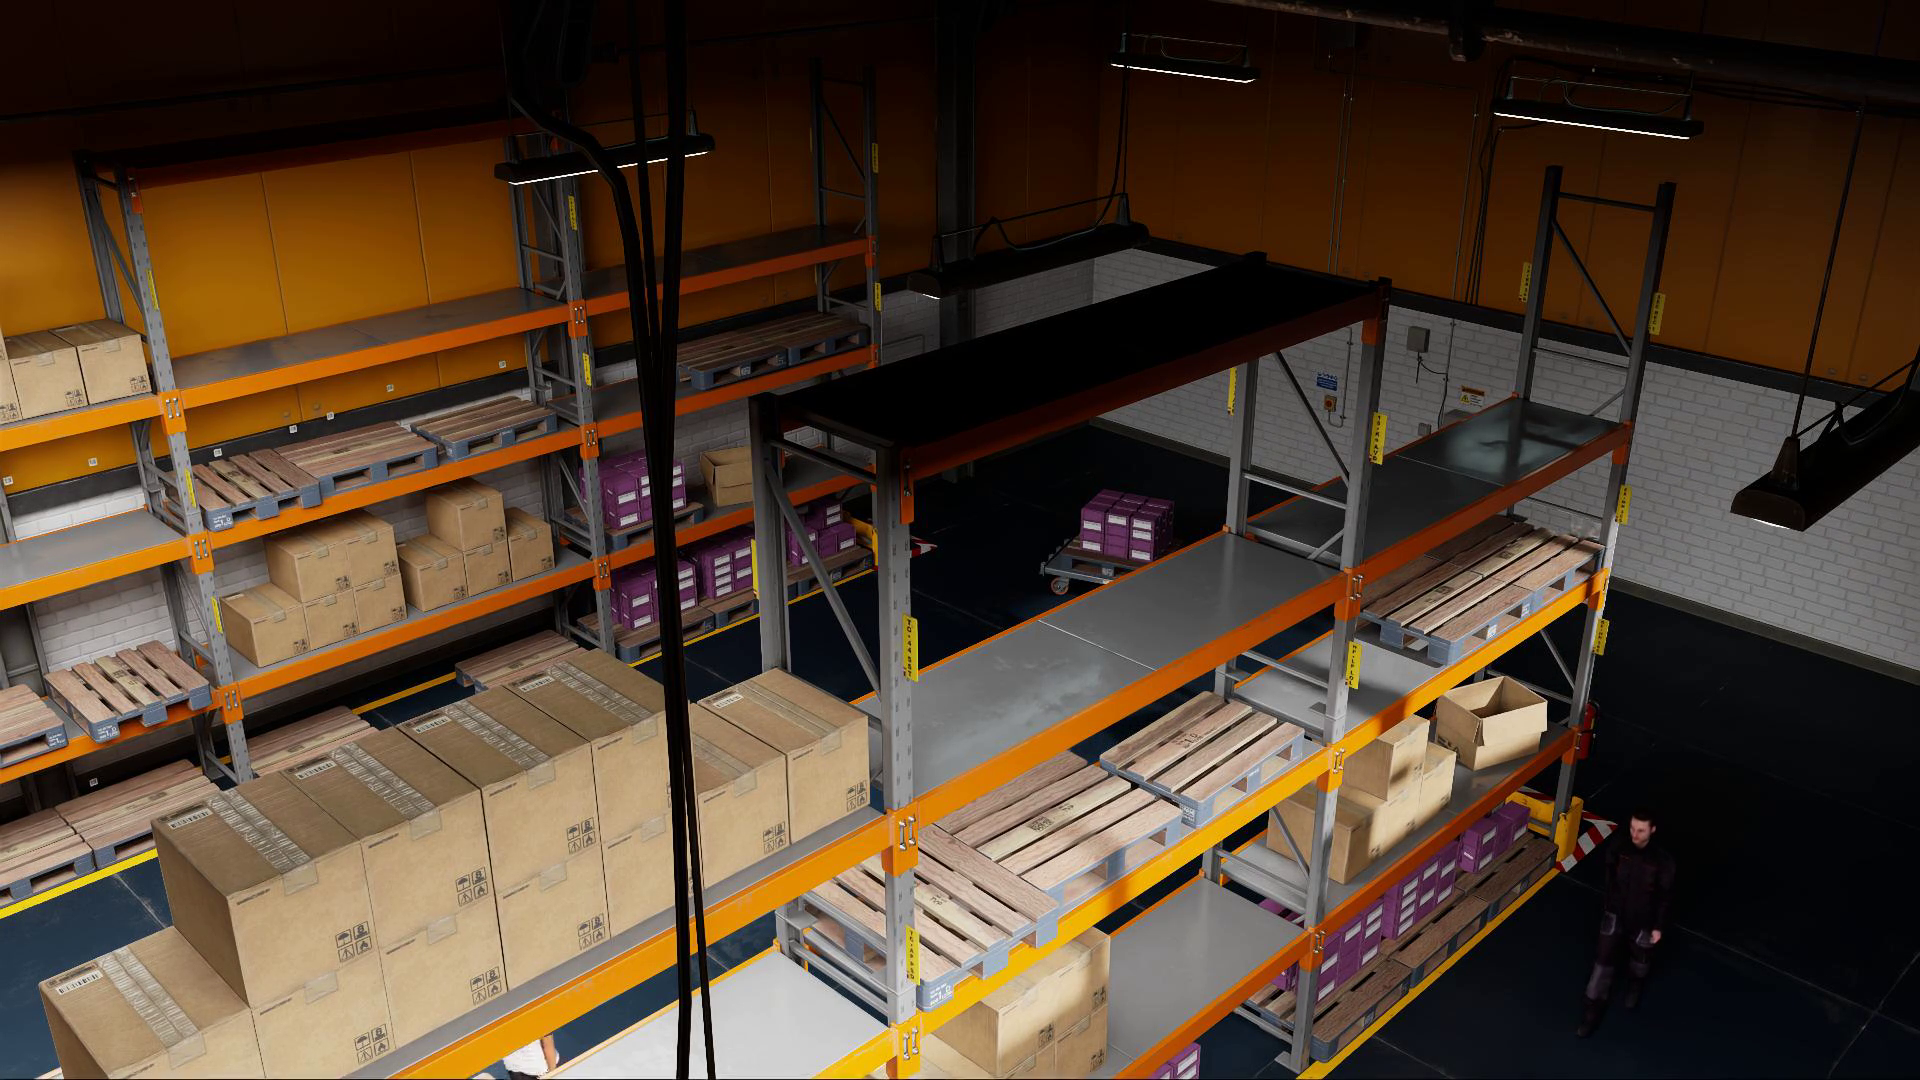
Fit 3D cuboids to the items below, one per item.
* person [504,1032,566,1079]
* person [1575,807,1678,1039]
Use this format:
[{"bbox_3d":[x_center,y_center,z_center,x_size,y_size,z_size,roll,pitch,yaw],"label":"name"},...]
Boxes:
[{"bbox_3d":[-2.921,3.568,11.174,0.682,1.632,0.716,7,24,15],"label":"person"},{"bbox_3d":[5.114,2.827,12.575,0.825,1.867,1.243,17,29,33],"label":"person"}]
